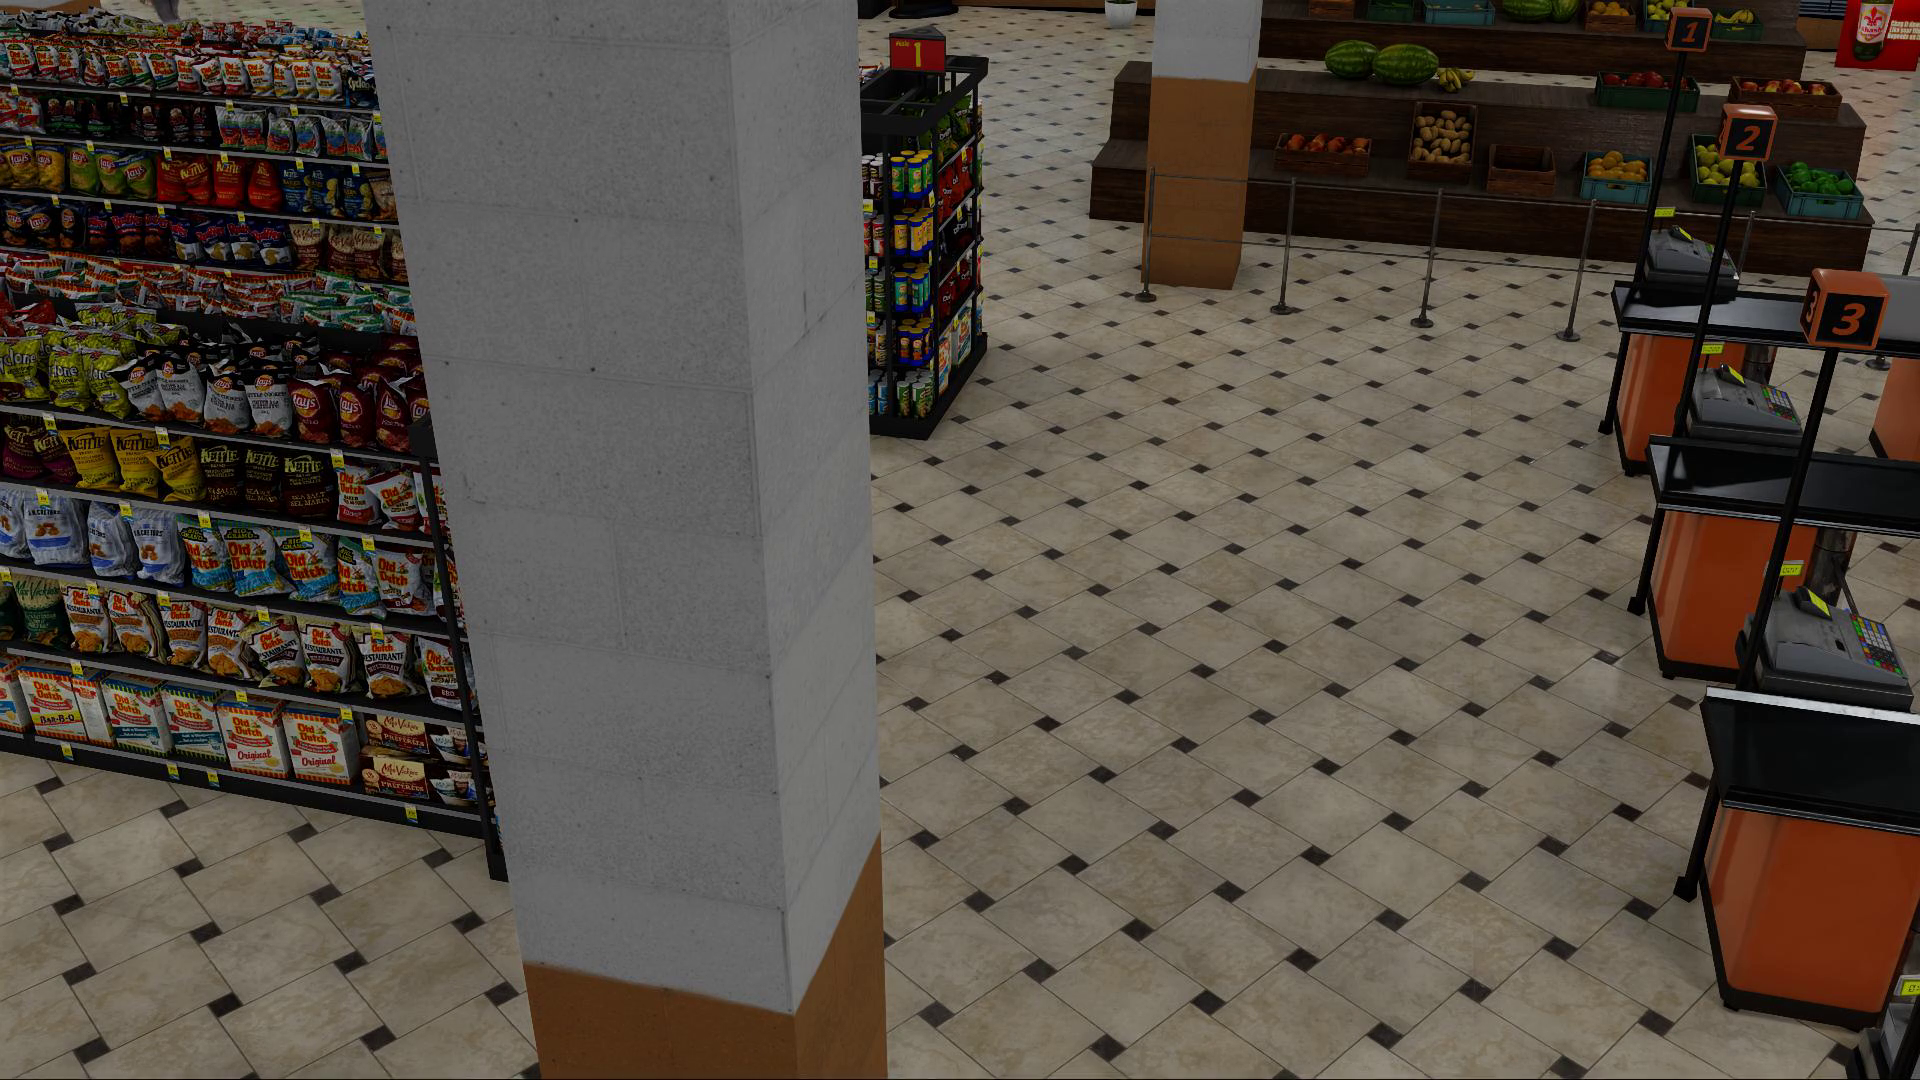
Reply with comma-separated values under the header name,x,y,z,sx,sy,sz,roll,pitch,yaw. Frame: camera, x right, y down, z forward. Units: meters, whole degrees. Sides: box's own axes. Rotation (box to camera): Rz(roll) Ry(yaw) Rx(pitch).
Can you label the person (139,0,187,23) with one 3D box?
name,x,y,z,sx,sy,sz,roll,pitch,yaw
person,-8.825,-6.068,18.501,0.969,1.654,0.864,25,37,38
